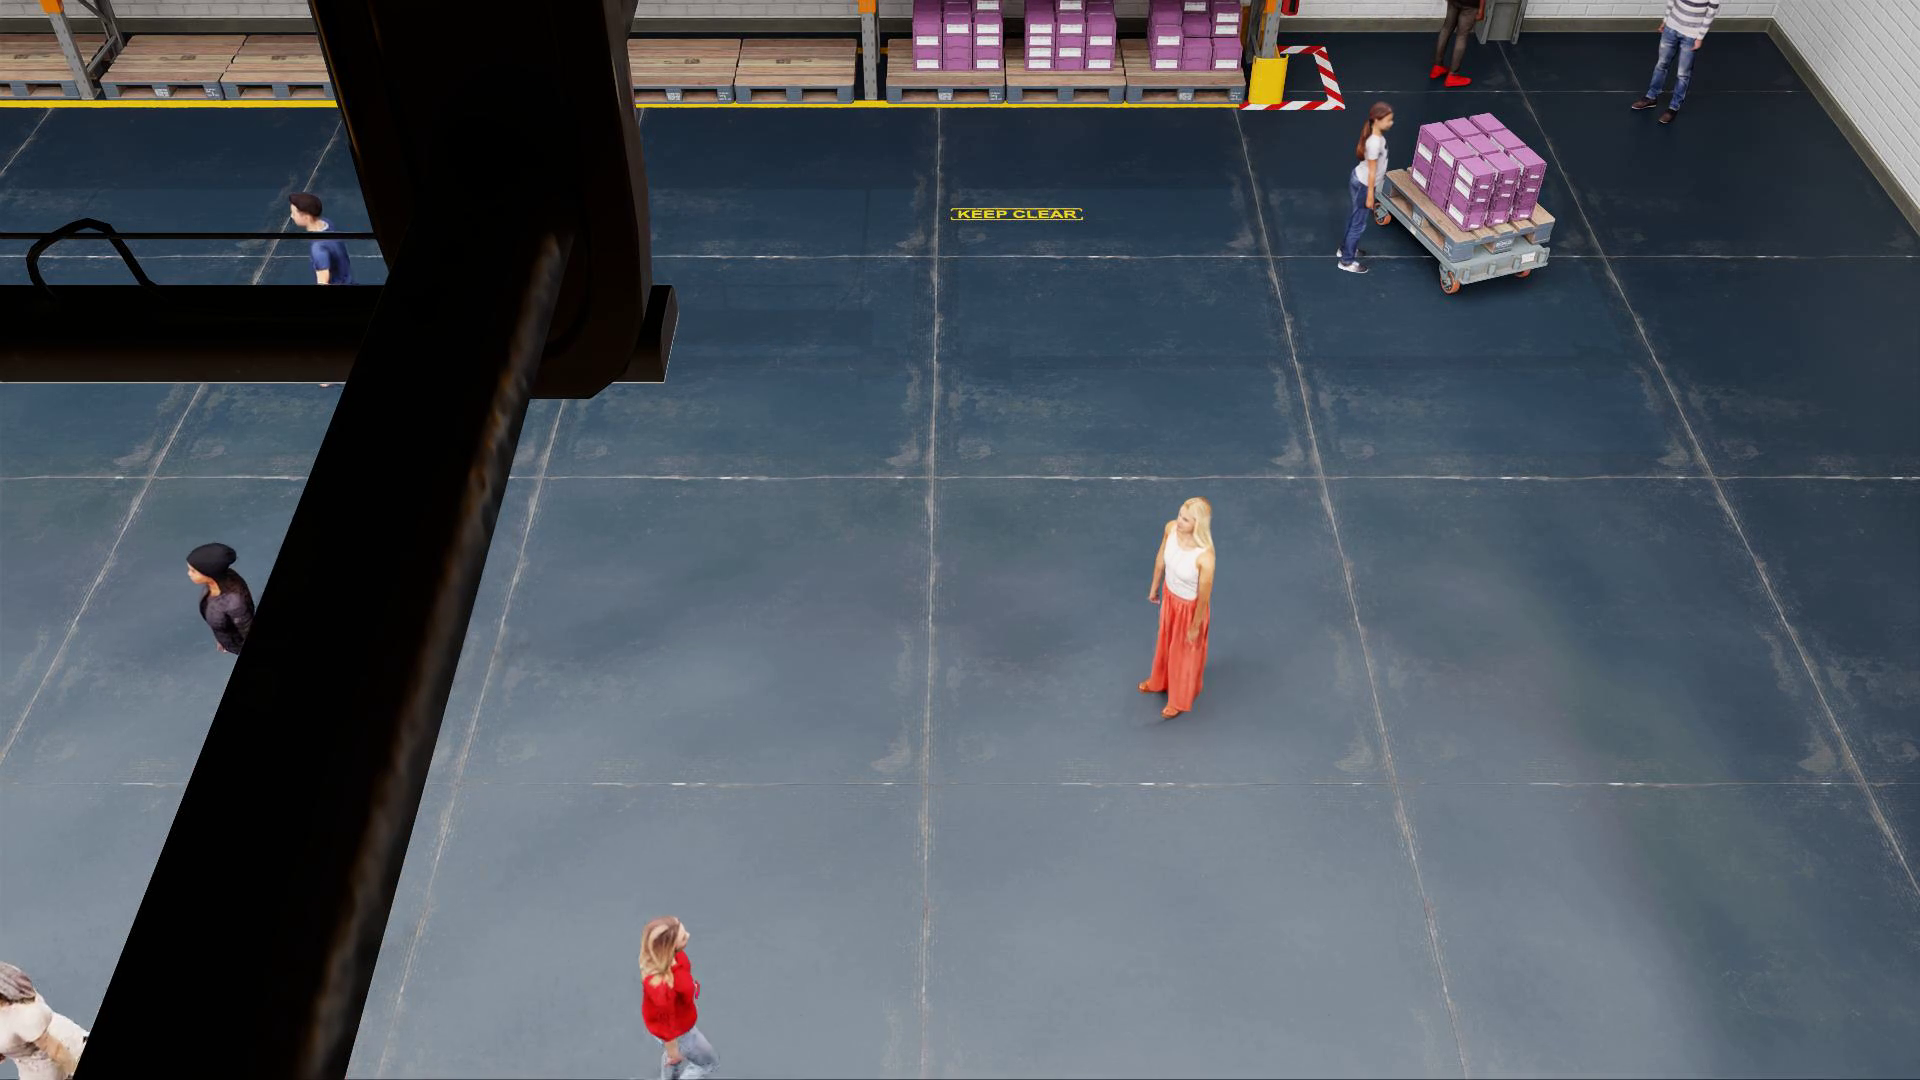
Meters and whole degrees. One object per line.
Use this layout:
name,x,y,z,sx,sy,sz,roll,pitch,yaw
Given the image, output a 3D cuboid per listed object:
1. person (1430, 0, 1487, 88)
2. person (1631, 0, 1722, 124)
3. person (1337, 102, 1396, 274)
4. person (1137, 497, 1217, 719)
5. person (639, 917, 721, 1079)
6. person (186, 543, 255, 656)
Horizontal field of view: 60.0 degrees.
person,5.062,-5.454,16.683,0.708,1.803,0.721,-22,48,-21
person,7.059,-4.988,16.158,0.733,1.853,0.725,-25,49,-24
person,3.504,-3.069,14.354,0.554,1.562,0.568,6,44,7
person,1.419,0.409,10.529,0.747,1.802,0.727,-22,48,-22
person,-1.542,2.452,8.465,0.662,1.693,0.687,-12,45,-13
person,-4.302,0.650,10.344,1.184,1.710,1.021,-25,49,-24
